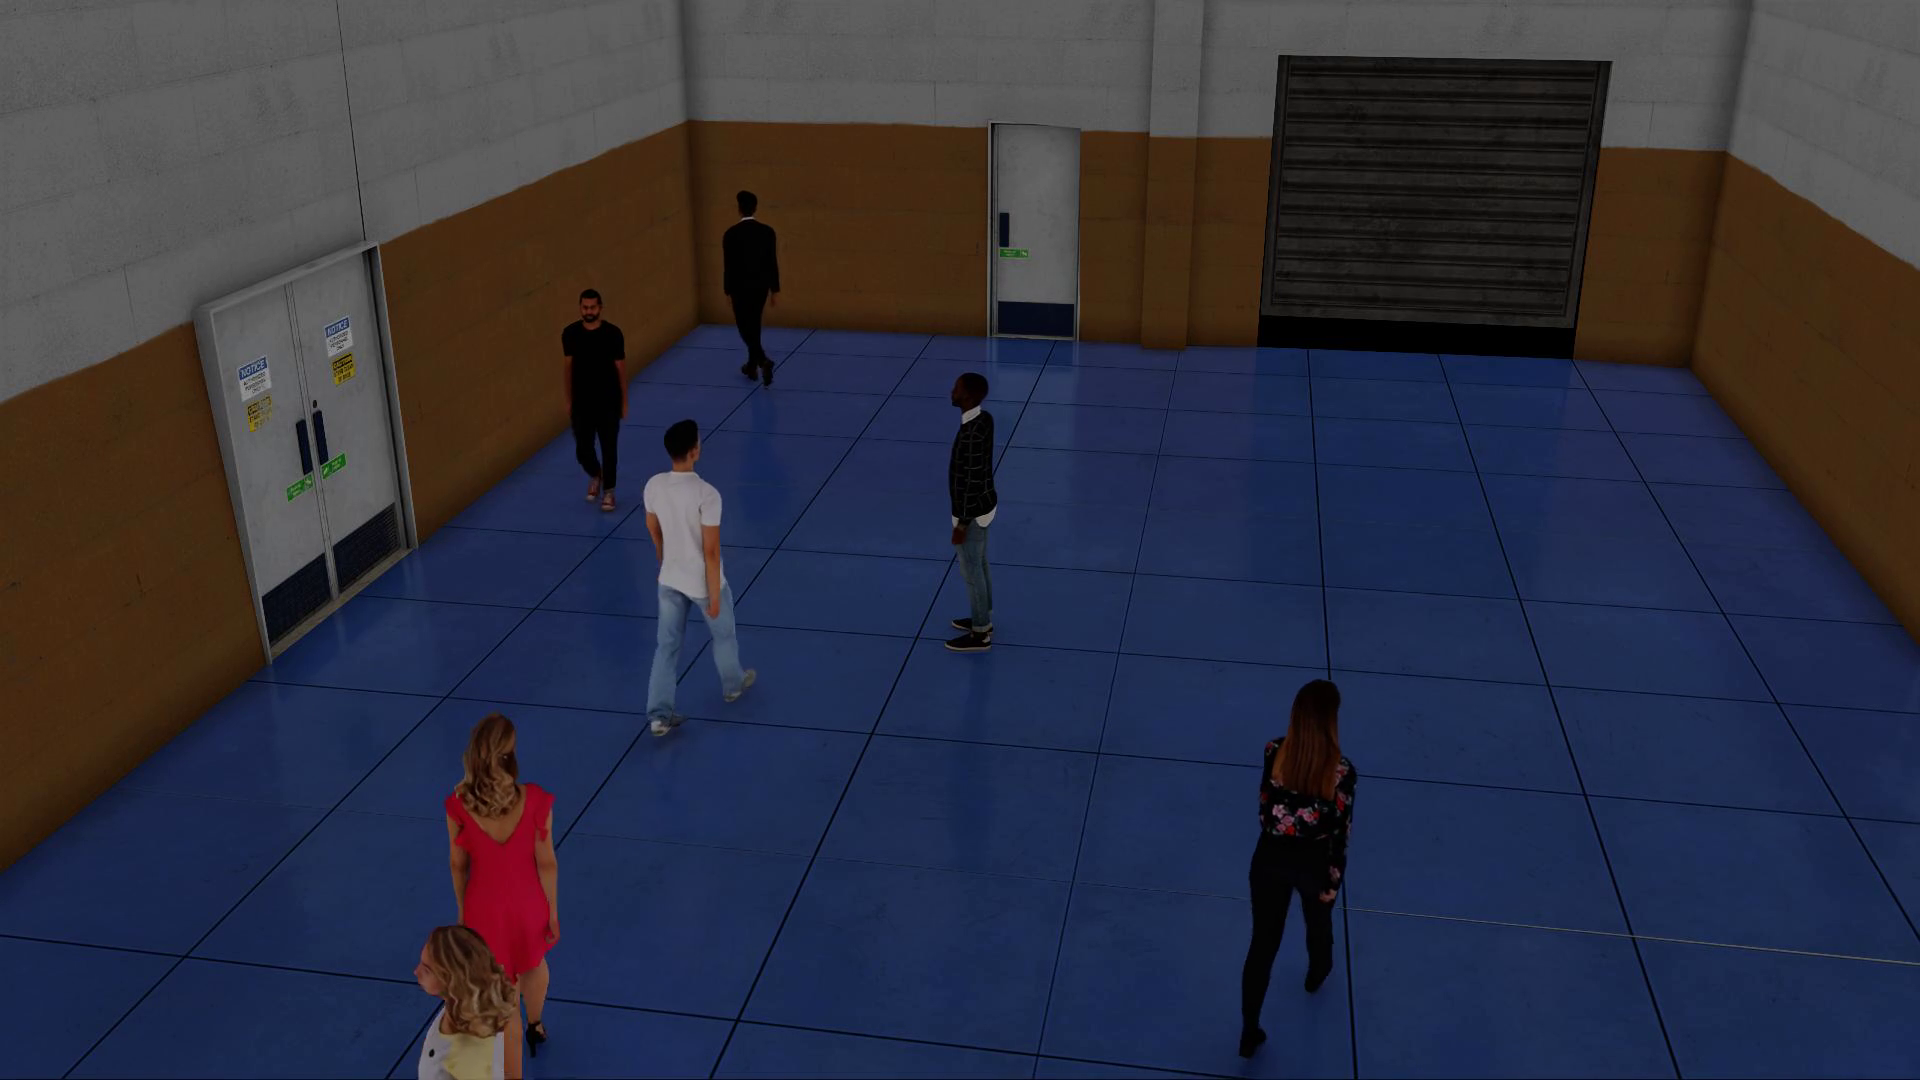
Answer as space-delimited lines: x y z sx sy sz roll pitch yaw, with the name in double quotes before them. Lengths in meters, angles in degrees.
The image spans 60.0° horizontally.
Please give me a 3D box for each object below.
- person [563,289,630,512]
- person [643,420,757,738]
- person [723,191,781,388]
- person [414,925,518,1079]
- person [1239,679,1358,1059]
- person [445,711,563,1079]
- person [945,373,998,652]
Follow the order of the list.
"person" -2.825 -1.111 12.968 0.684 1.752 0.792 -2 22 -4
"person" -1.587 0.262 9.462 1.170 1.819 0.938 10 24 24
"person" -1.991 -2.392 16.008 1.128 1.862 1.165 -12 25 -28
"person" -1.463 1.963 5.355 0.989 1.709 0.833 -4 22 -11
"person" 1.361 1.384 6.907 1.076 1.642 0.835 11 24 25
"person" -1.768 1.522 6.502 1.057 1.687 0.911 -4 22 -11
"person" 0.095 -0.187 10.577 0.533 1.820 0.653 4 22 10
